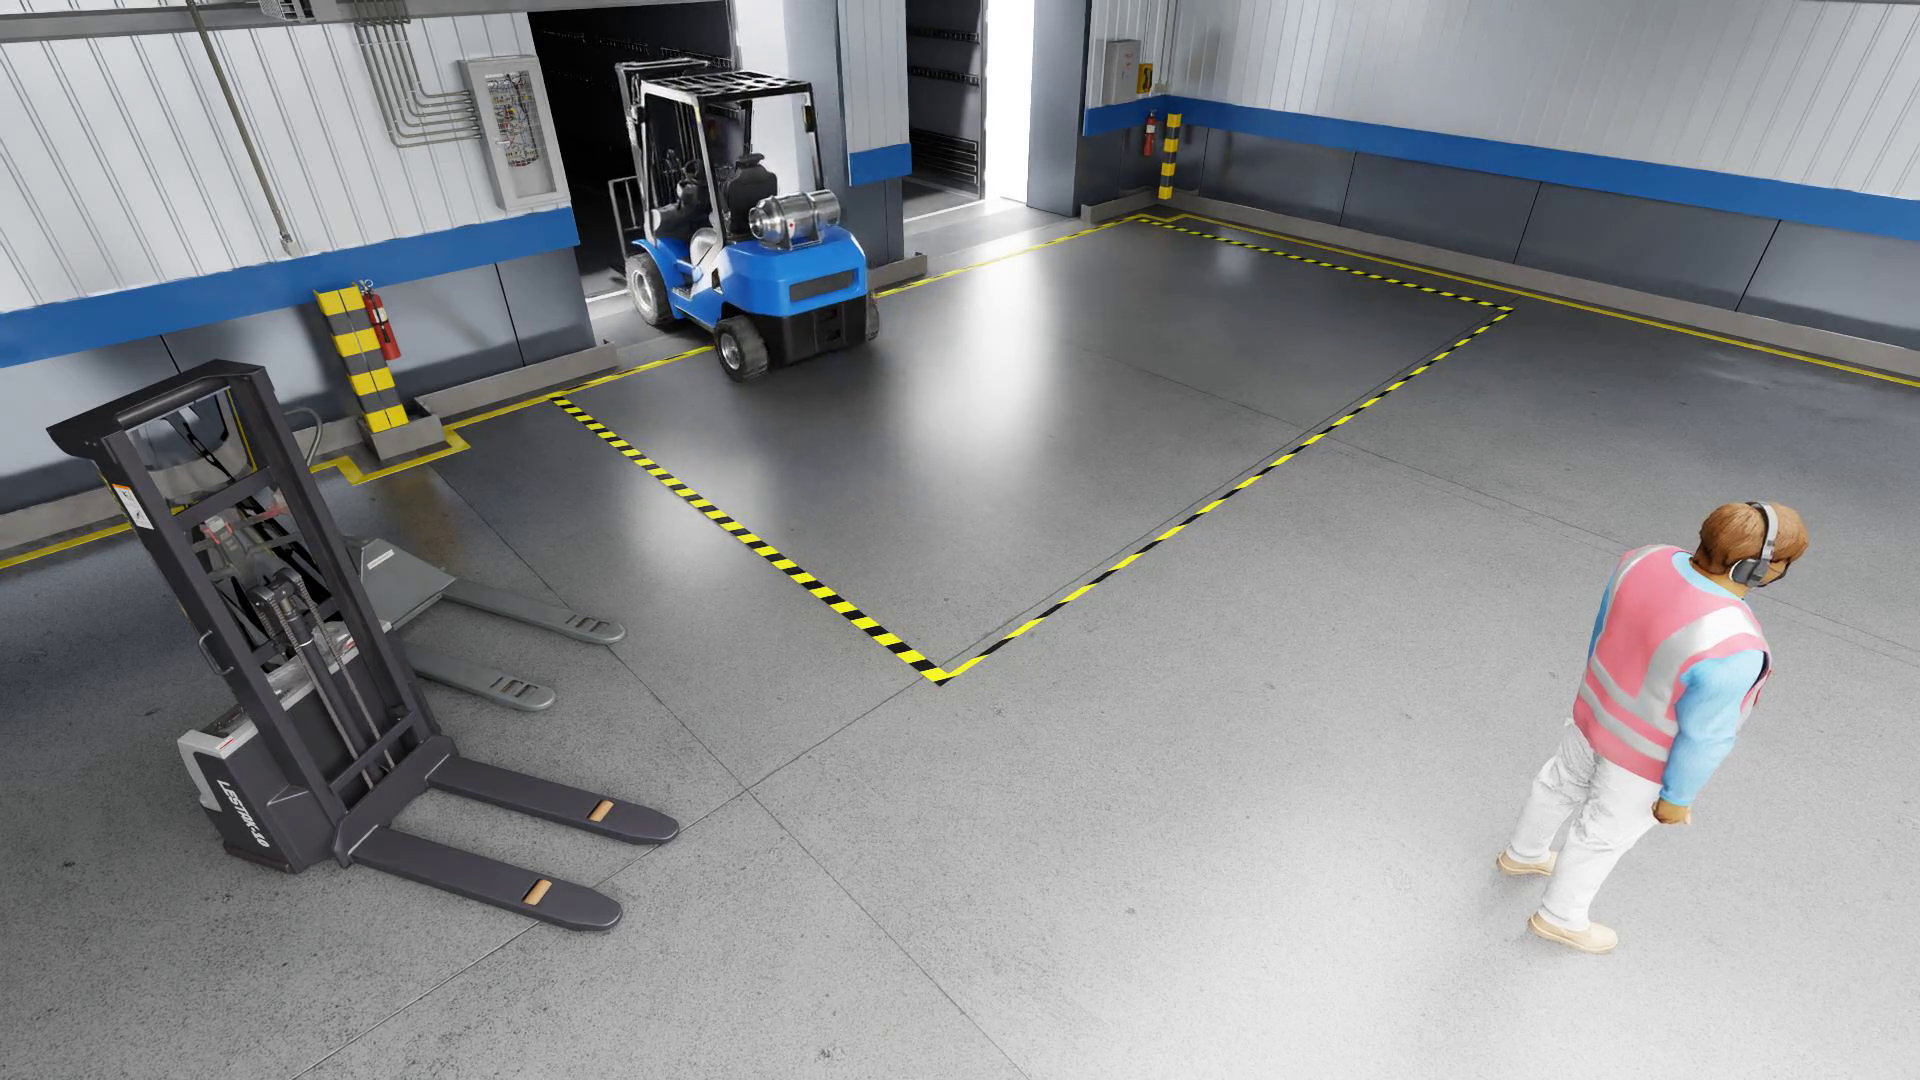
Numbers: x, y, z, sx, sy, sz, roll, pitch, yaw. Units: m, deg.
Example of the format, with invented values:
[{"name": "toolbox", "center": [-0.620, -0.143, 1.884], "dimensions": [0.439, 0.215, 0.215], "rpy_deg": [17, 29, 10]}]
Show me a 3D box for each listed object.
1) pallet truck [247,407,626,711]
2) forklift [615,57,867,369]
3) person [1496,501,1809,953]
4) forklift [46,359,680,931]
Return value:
[{"name": "pallet truck", "center": [-2.628, 0.038, 4.590], "dimensions": [1.601, 1.201, 0.680], "rpy_deg": [12, 36, 18]}, {"name": "forklift", "center": [-1.945, -2.897, 7.899], "dimensions": [1.157, 2.036, 2.680], "rpy_deg": [-26, 42, -33]}, {"name": "person", "center": [2.322, 0.666, 3.133], "dimensions": [0.429, 1.844, 0.625], "rpy_deg": [3, 34, 4]}, {"name": "forklift", "center": [-2.135, 0.422, 3.354], "dimensions": [1.885, 1.965, 0.823], "rpy_deg": [10, 35, 14]}]
